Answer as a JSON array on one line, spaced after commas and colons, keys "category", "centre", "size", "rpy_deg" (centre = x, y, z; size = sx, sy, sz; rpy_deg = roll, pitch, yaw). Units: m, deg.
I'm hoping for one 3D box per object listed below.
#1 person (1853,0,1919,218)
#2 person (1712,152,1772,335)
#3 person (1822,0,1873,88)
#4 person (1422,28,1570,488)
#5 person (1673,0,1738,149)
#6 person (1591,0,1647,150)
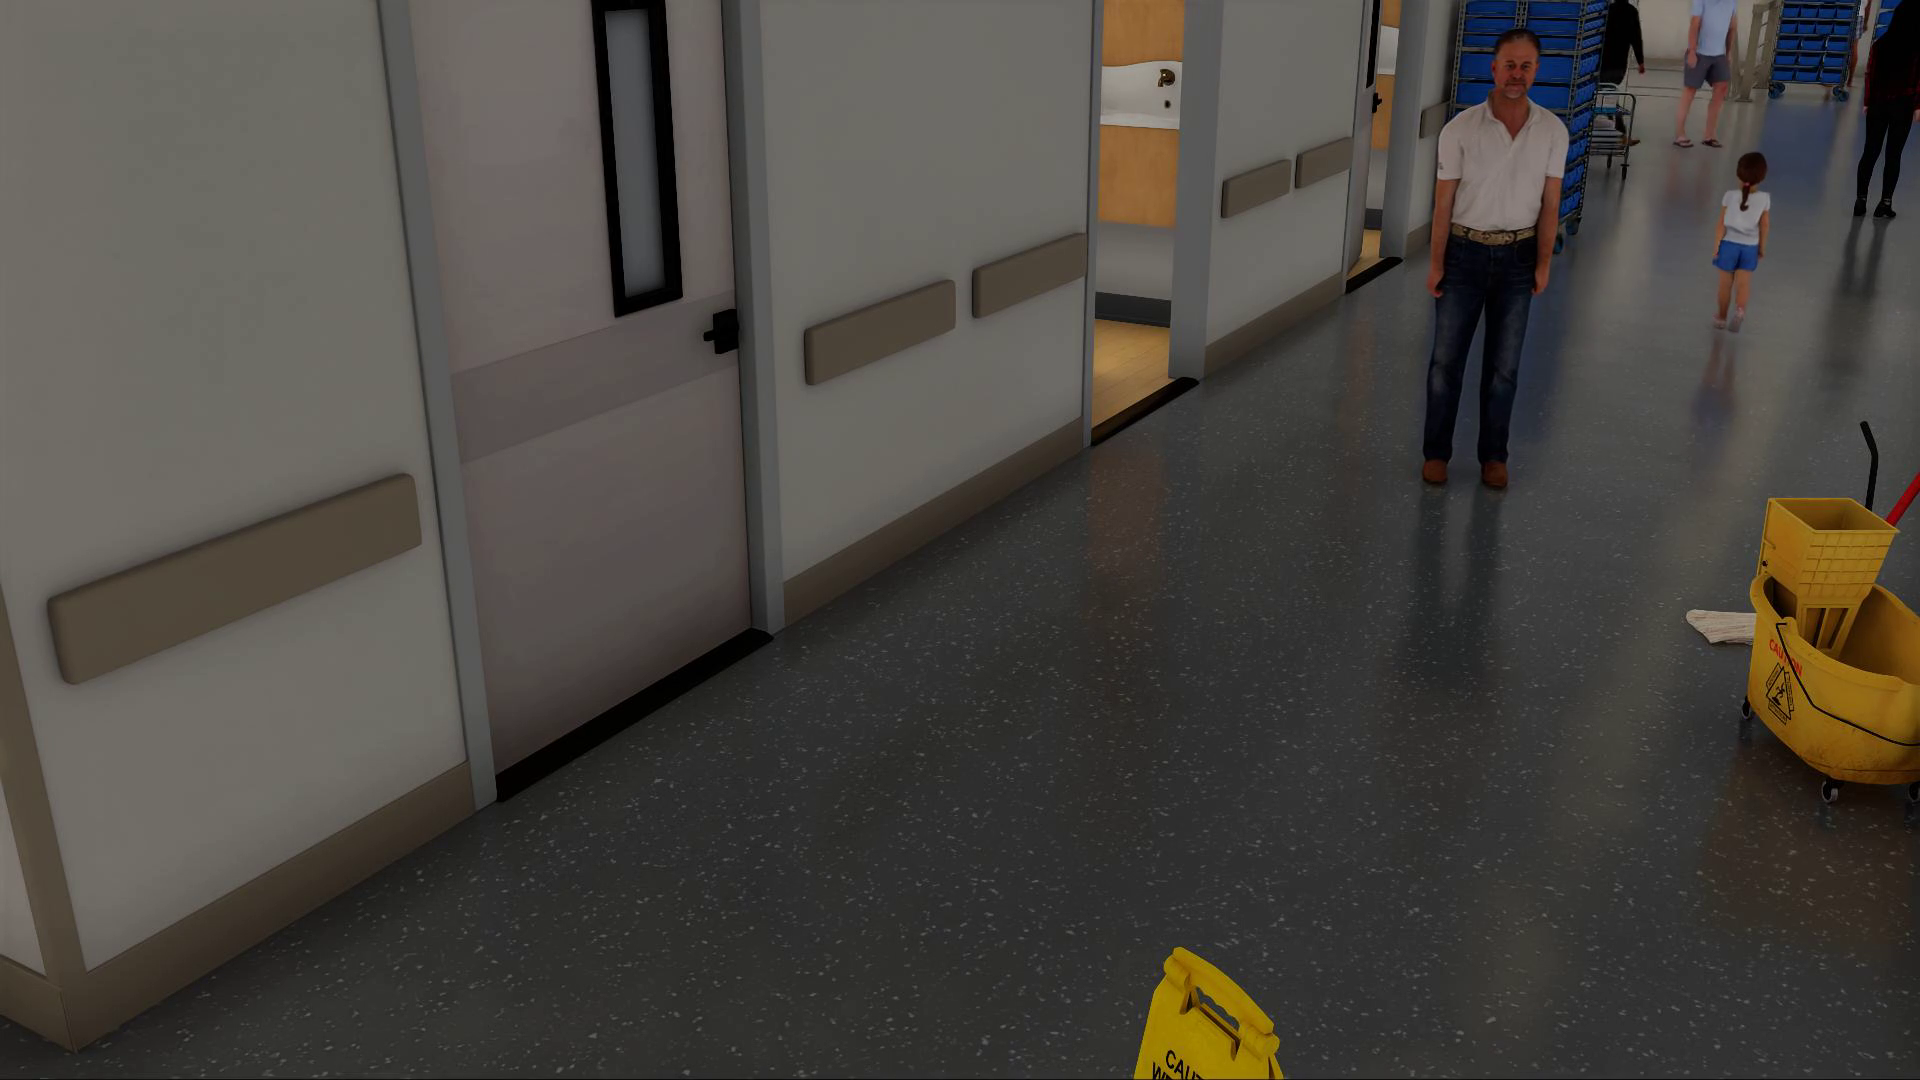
[{"category": "person", "centre": [7.246, -3.362, 12.946], "size": [0.604, 1.656, 0.640], "rpy_deg": [-19, 28, -41]}, {"category": "person", "centre": [4.383, -1.656, 9.353], "size": [0.498, 1.010, 0.692], "rpy_deg": [6, 22, 16]}, {"category": "person", "centre": [12.072, -7.054, 22.588], "size": [0.708, 1.731, 0.649], "rpy_deg": [4, 21, 10]}, {"category": "person", "centre": [2.161, -1.141, 6.808], "size": [0.702, 1.851, 0.649], "rpy_deg": [6, 22, 15]}, {"category": "person", "centre": [7.446, -4.869, 16.718], "size": [0.926, 1.803, 0.984], "rpy_deg": [-4, 21, -10]}, {"category": "person", "centre": [6.406, -4.717, 16.503], "size": [1.186, 1.671, 1.175], "rpy_deg": [-12, 24, -28]}]
